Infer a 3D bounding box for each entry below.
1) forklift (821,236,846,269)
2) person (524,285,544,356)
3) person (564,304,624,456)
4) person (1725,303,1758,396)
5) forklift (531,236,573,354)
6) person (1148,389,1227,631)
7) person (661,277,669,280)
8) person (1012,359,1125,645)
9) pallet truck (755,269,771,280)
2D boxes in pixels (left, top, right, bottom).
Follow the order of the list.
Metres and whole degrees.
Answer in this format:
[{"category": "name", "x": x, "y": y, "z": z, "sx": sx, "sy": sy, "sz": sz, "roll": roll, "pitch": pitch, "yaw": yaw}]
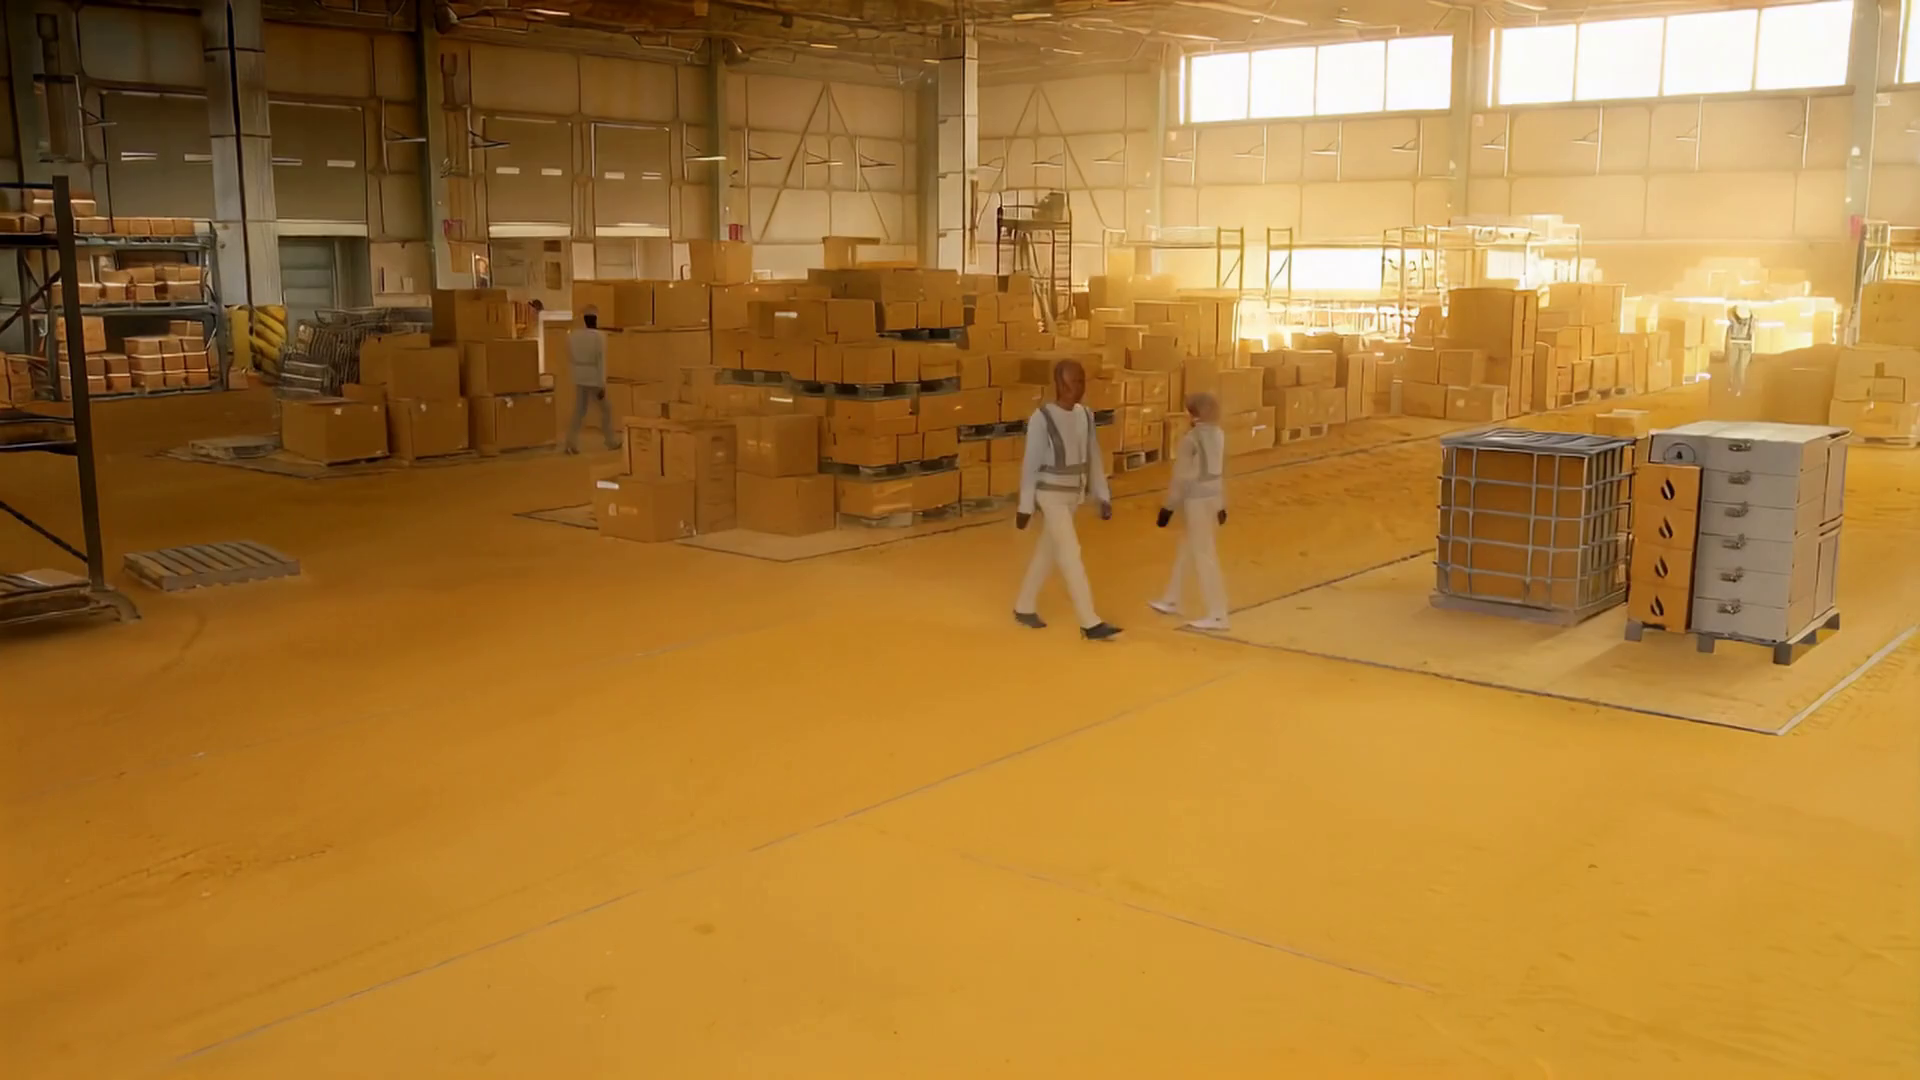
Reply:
[{"category": "forklift", "x": -2.995, "y": -5.852, "z": 39.712, "sx": 1.873, "sy": 2.768, "sz": 1.129, "roll": 2, "pitch": 10, "yaw": 12}, {"category": "person", "x": -9.981, "y": -5.147, "z": 39.062, "sx": 0.317, "sy": 1.695, "sz": 0.540, "roll": 9, "pitch": 13, "yaw": 42}, {"category": "person", "x": -4.572, "y": -1.986, "z": 20.599, "sx": 0.586, "sy": 1.872, "sz": 1.025, "roll": 4, "pitch": 11, "yaw": 23}, {"category": "person", "x": 13.443, "y": -3.268, "z": 28.621, "sx": 0.506, "sy": 1.597, "sz": 0.814, "roll": 4, "pitch": 11, "yaw": 21}, {"category": "forklift", "x": -9.601, "y": -5.790, "z": 39.356, "sx": 1.873, "sy": 2.768, "sz": 1.129, "roll": 8, "pitch": 13, "yaw": 40}, {"category": "person", "x": 1.511, "y": -0.208, "z": 11.207, "sx": 0.774, "sy": 1.609, "sz": 0.518, "roll": 7, "pitch": 12, "yaw": 34}, {"category": "person", "x": -6.345, "y": -4.703, "z": 35.890, "sx": 0.639, "sy": 1.928, "sz": 0.373, "roll": -5, "pitch": 11, "yaw": -27}, {"category": "person", "x": 0.689, "y": -0.254, "z": 10.837, "sx": 0.967, "sy": 1.831, "sz": 0.561, "roll": 8, "pitch": 13, "yaw": 38}, {"category": "pallet truck", "x": -4.996, "y": -6.432, "z": 45.525, "sx": 1.885, "sy": 1.965, "sz": 0.823, "roll": -6, "pitch": 12, "yaw": -32}]
